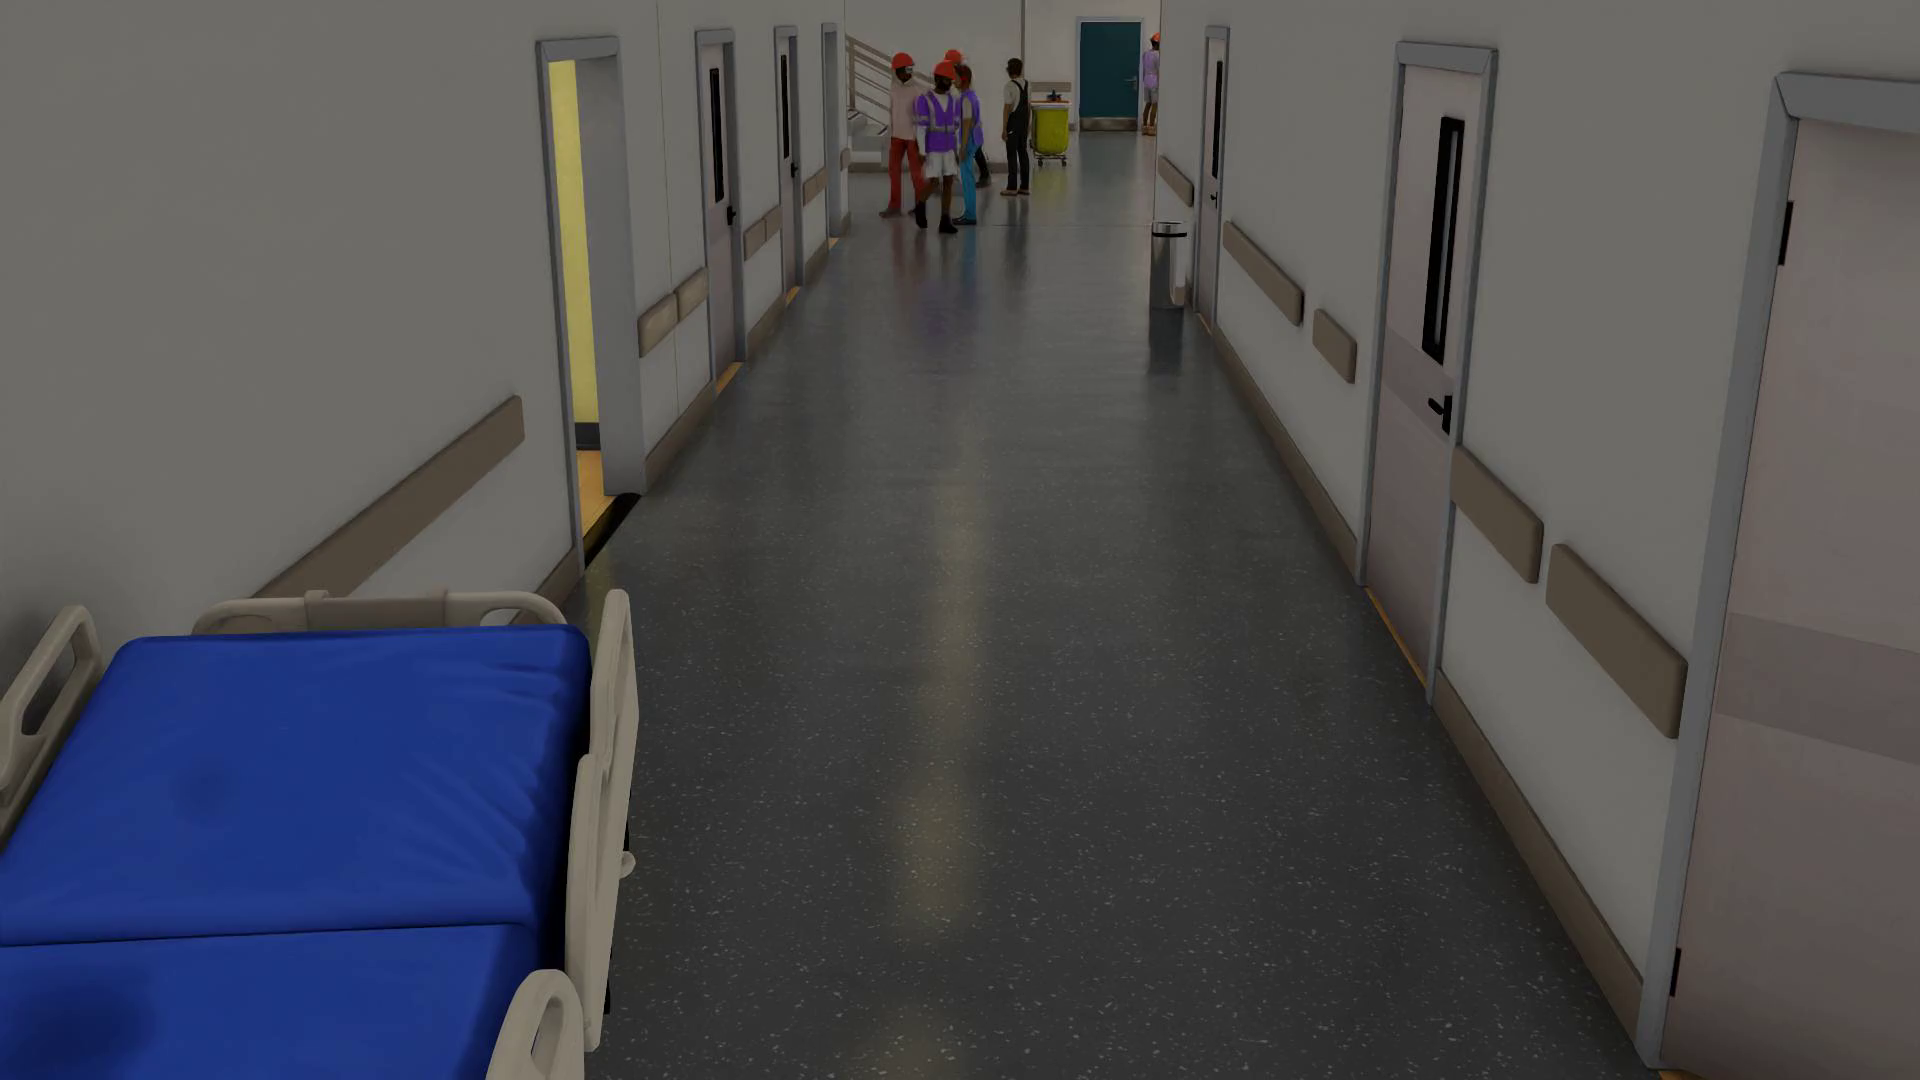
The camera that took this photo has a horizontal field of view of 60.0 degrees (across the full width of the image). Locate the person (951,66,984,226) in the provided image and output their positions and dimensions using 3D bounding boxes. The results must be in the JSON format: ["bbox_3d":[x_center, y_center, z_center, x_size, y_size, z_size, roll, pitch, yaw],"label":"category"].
[{"bbox_3d":[0.088,-4.663,19.688,0.390,1.837,0.560,1,18,2],"label":"person"}]

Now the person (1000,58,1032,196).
[{"bbox_3d":[0.770,-5.638,22.741,0.512,1.840,0.338,-16,24,-41],"label":"person"}]

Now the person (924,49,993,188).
[{"bbox_3d":[0.000,-6.014,23.781,1.083,1.935,0.620,10,20,28],"label":"person"}]

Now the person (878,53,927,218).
[{"bbox_3d":[-0.670,-4.933,20.324,0.664,1.956,0.647,13,22,36],"label":"person"}]

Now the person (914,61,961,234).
[{"bbox_3d":[-0.248,-4.464,18.934,0.566,1.912,0.562,-12,21,-32],"label":"person"}]

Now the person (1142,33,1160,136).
[{"bbox_3d":[3.940,-9.220,33.703,0.409,2.028,0.612,-11,21,-30],"label":"person"}]
